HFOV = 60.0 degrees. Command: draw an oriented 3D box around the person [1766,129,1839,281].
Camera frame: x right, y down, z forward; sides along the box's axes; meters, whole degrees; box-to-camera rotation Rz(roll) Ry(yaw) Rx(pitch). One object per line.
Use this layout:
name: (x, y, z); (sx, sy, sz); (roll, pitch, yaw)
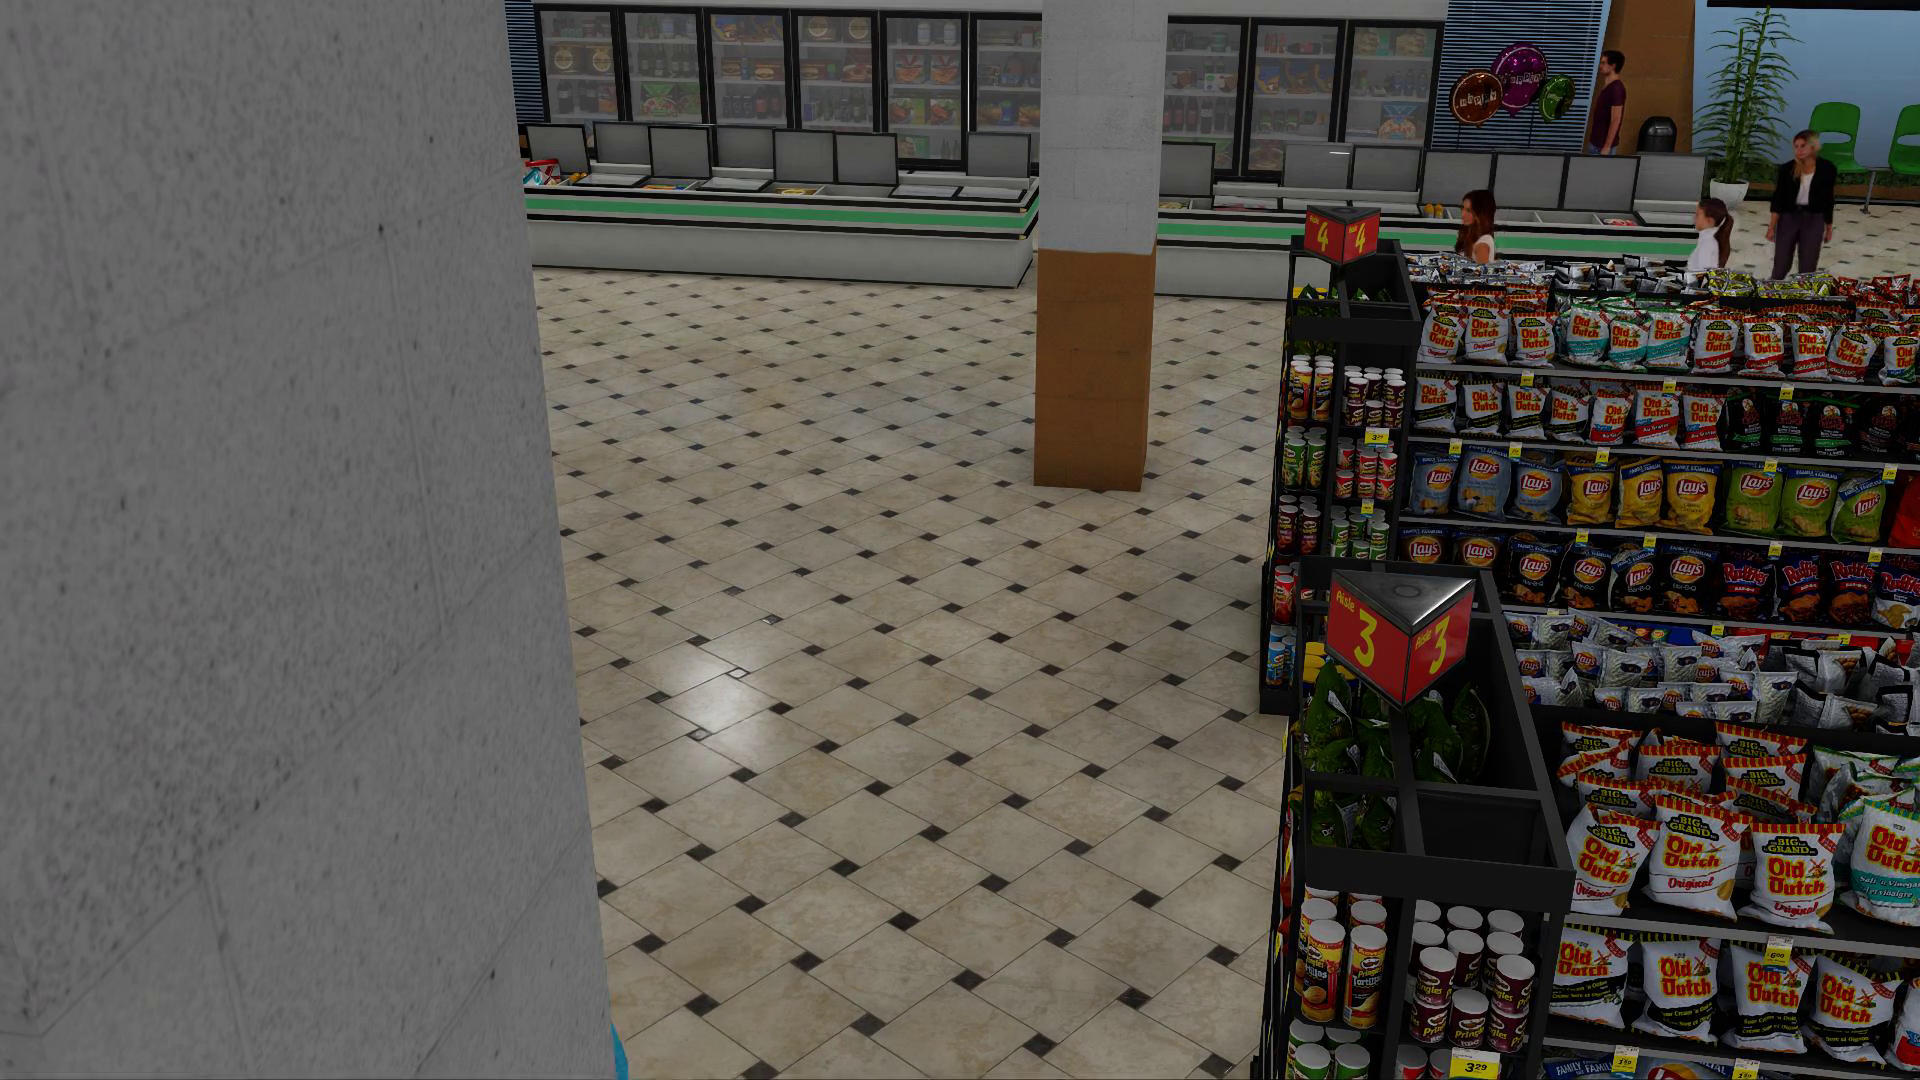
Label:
person: (7.001, -2.594, 13.898); (0.890, 1.638, 0.852); (9, 25, 19)

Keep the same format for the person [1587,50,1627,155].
person: (6.560, -4.044, 16.949); (0.529, 1.849, 0.665); (5, 24, 11)

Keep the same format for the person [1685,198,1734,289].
person: (5.350, -1.643, 11.853); (0.960, 1.535, 0.786); (16, 28, 33)

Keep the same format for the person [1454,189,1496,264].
person: (3.464, -1.458, 11.132); (0.716, 1.773, 0.686); (5, 24, 10)
